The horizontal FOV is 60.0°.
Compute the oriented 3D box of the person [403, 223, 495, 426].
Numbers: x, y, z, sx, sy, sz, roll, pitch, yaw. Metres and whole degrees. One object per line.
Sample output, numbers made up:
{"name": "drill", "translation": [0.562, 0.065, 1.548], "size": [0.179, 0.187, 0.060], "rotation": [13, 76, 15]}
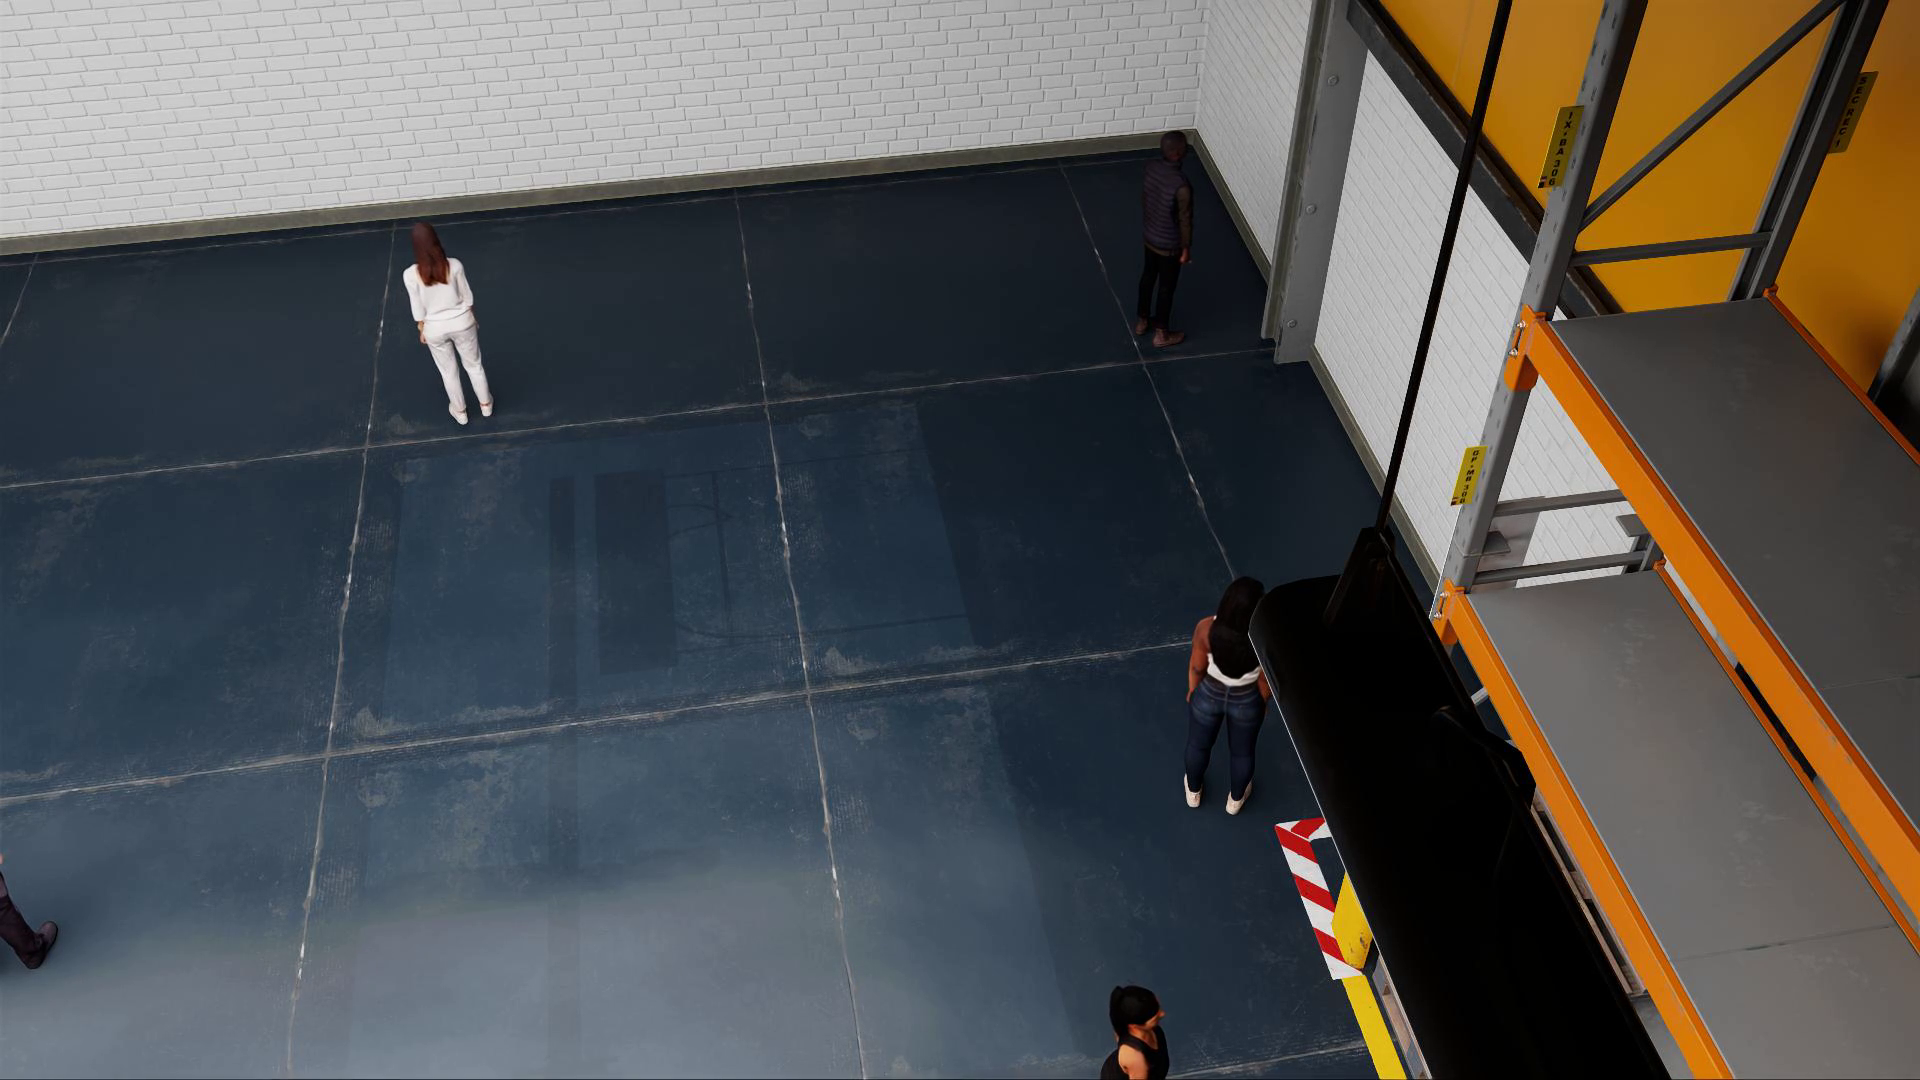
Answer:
{"name": "person", "translation": [-3.740, -1.580, 12.170], "size": [0.652, 1.689, 0.623], "rotation": [-18, 46, -18]}

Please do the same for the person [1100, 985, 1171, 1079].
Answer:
{"name": "person", "translation": [0.795, 2.585, 7.822], "size": [0.654, 1.656, 0.467], "rotation": [-3, 44, -3]}

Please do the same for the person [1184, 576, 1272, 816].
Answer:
{"name": "person", "translation": [1.532, 0.897, 9.483], "size": [0.735, 1.809, 0.750], "rotation": [12, 45, 12]}

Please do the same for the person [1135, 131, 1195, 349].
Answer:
{"name": "person", "translation": [1.573, -2.332, 12.853], "size": [0.830, 1.835, 0.665], "rotation": [-24, 48, -23]}
